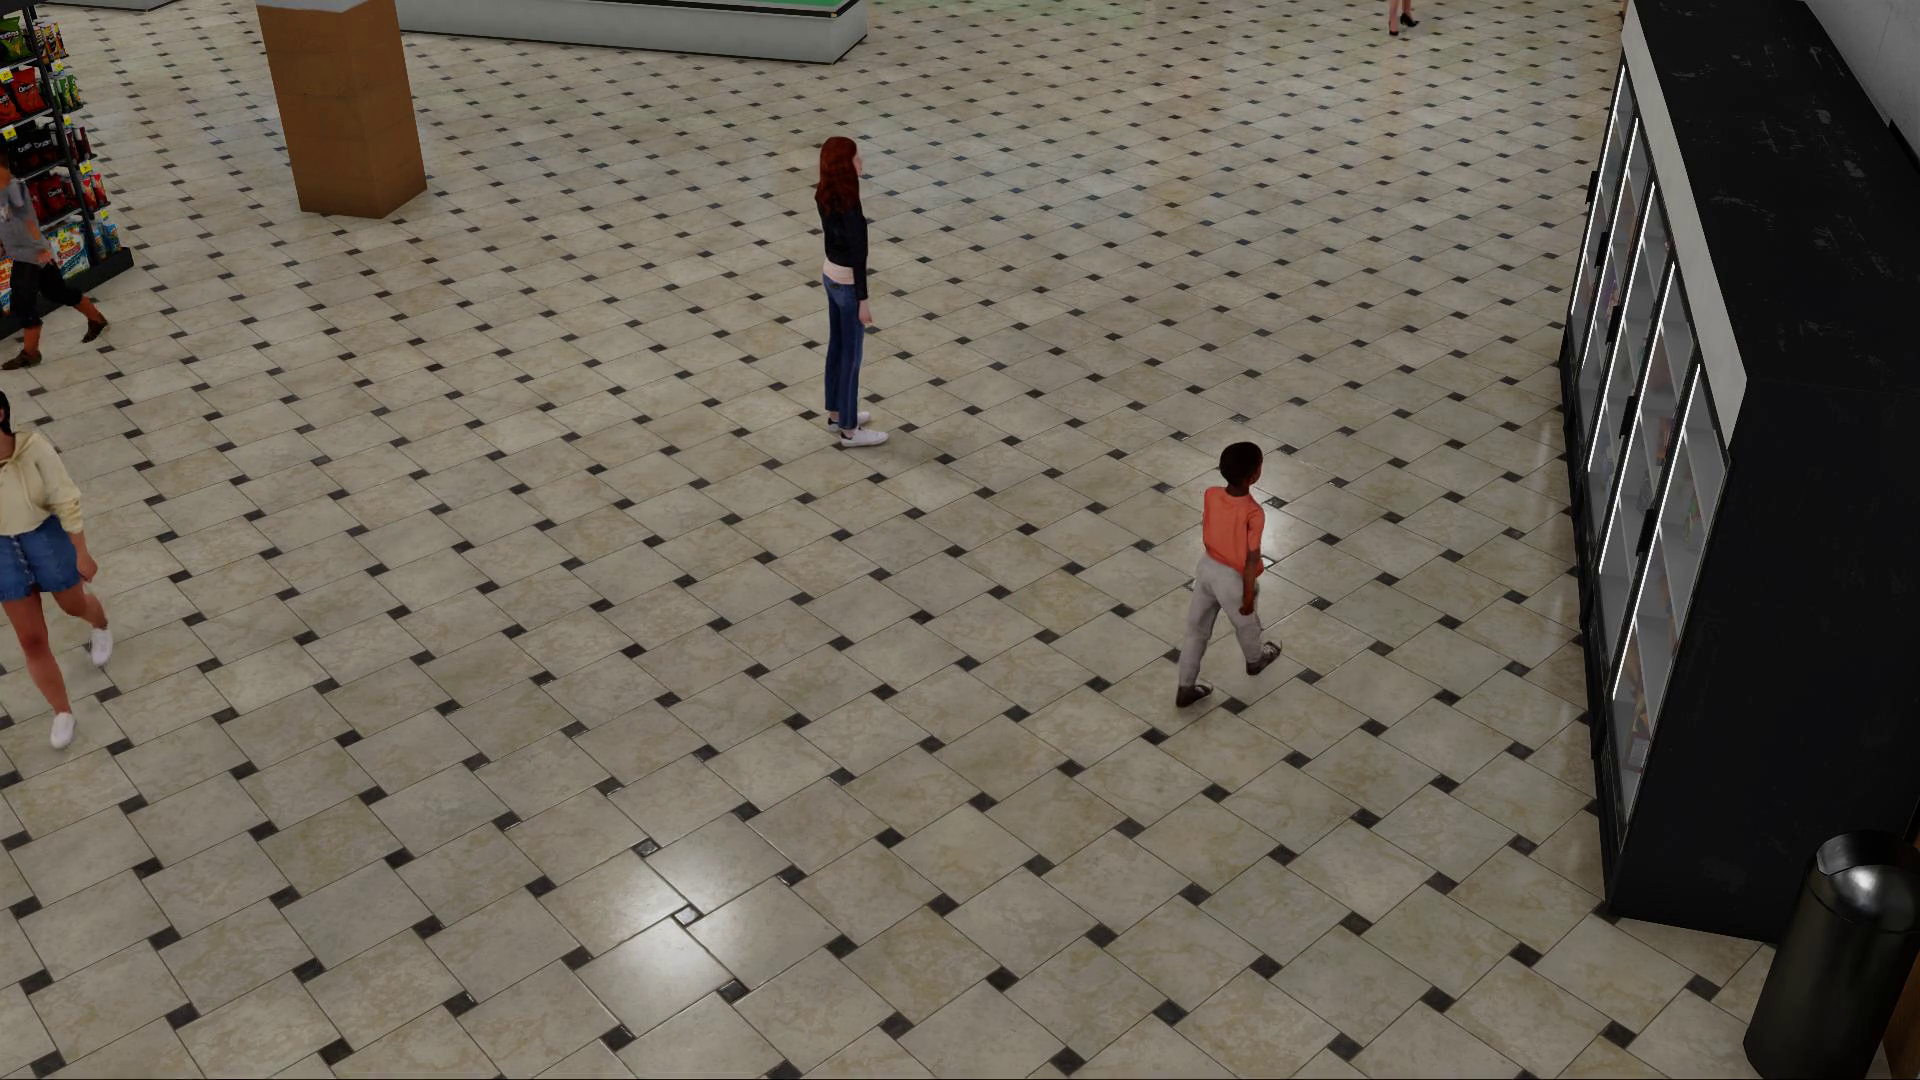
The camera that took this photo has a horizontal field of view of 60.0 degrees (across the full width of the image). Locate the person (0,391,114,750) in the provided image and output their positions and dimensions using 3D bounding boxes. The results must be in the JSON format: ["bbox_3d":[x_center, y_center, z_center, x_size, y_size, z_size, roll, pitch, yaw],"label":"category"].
[{"bbox_3d":[-3.982,0.033,7.193,1.133,1.599,1.046,-8,33,-13],"label":"person"}]

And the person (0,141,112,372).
[{"bbox_3d":[-5.789,-1.872,10.419,0.999,1.425,0.909,22,38,31],"label":"person"}]

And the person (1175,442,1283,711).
[{"bbox_3d":[1.118,0.189,7.246,0.851,1.277,0.887,-26,40,-35],"label":"person"}]

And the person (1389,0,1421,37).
[{"bbox_3d":[4.500,-5.923,16.664,0.826,1.705,0.845,24,39,33],"label":"person"}]

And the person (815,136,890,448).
[{"bbox_3d":[-0.631,-1.382,9.289,0.695,1.787,0.657,-12,34,-19],"label":"person"}]
